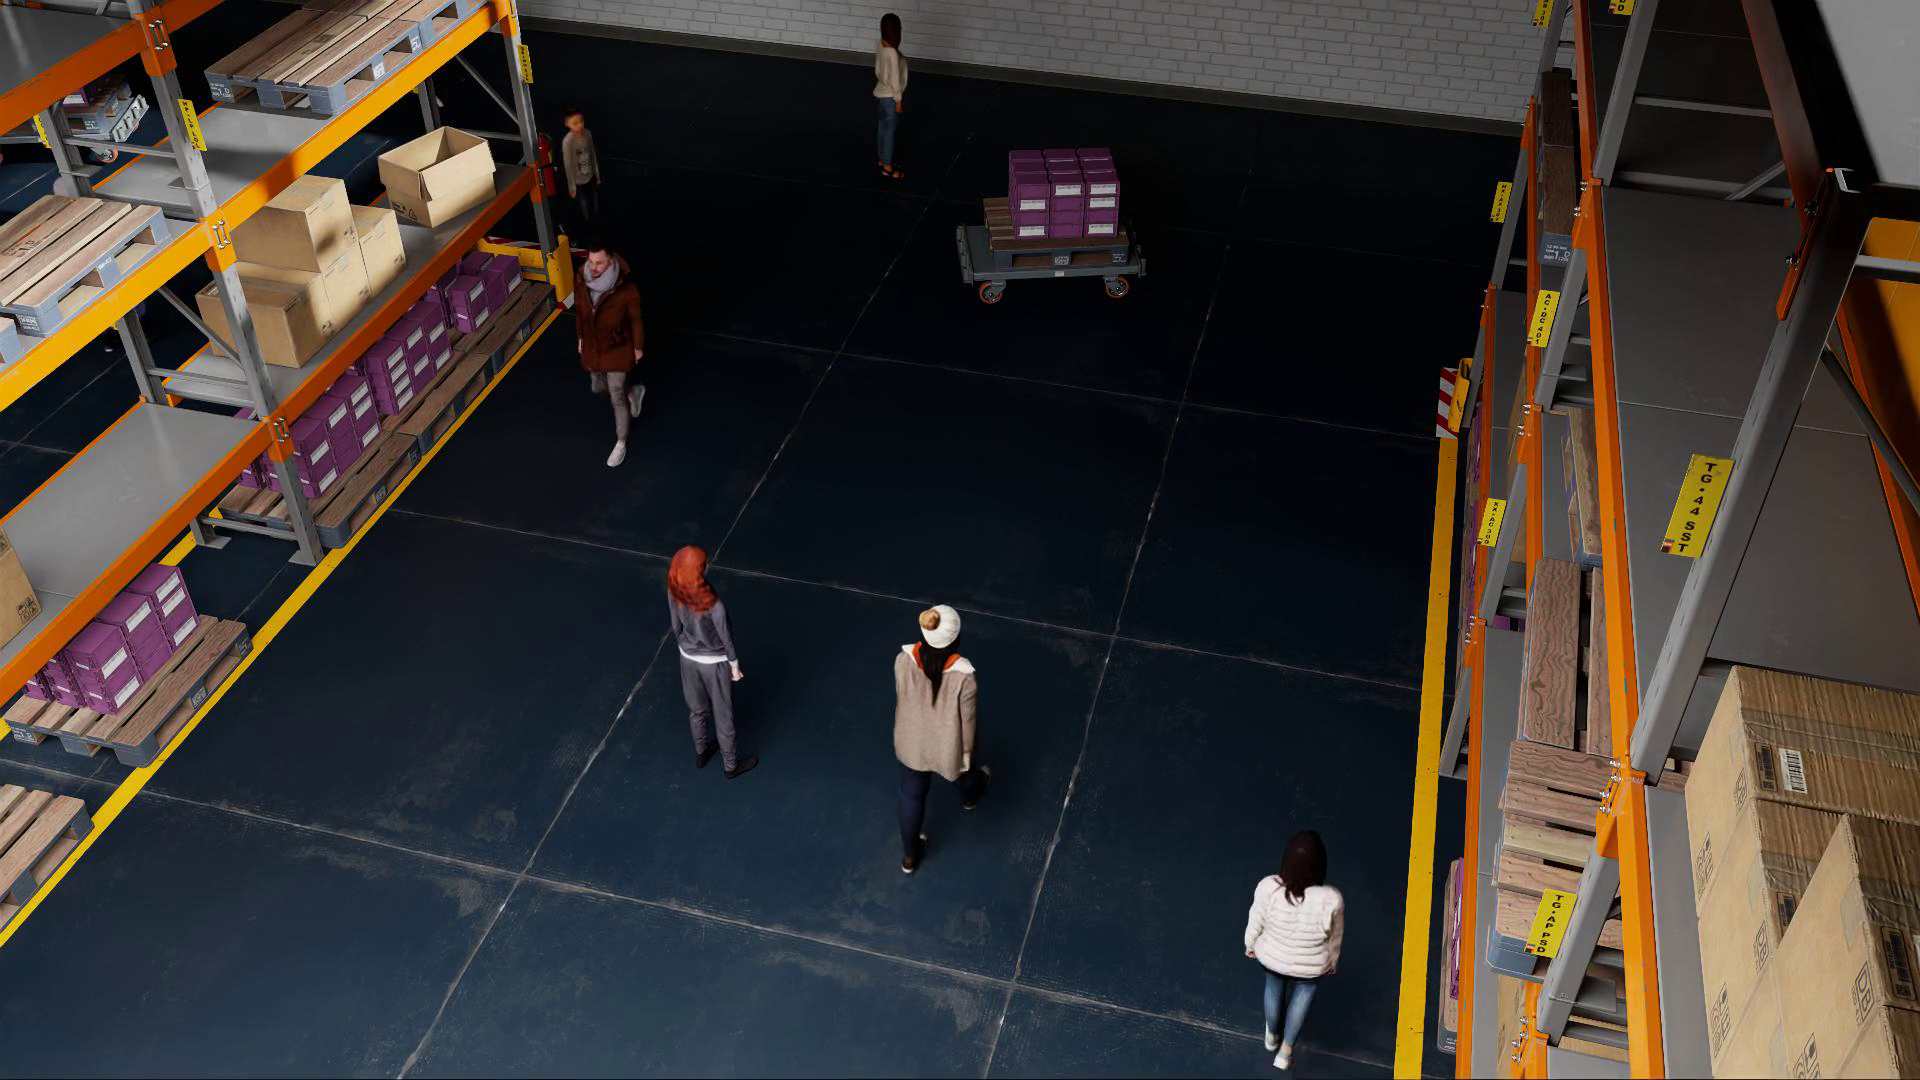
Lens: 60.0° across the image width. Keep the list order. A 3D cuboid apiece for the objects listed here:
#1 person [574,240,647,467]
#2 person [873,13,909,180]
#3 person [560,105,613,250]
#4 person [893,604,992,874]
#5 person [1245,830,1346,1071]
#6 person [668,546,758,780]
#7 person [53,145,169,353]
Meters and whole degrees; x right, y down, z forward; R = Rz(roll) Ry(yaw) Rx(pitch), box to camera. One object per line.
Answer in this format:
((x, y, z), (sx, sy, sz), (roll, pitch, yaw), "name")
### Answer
((-2.681, -1.515, 12.813), (0.765, 1.819, 1.082), (13, 40, 16), "person")
((-0.716, -4.424, 16.568), (0.765, 1.677, 0.666), (-12, 40, -14), "person")
((-3.560, -3.344, 15.396), (0.718, 1.454, 0.730), (19, 42, 22), "person")
((-0.188, 1.156, 9.444), (0.787, 1.850, 1.130), (13, 40, 16), "person")
((1.680, 2.126, 8.405), (0.633, 1.631, 0.708), (10, 40, 12), "person")
((-1.527, 0.737, 10.025), (0.628, 1.780, 0.592), (20, 43, 23), "person")
((-7.264, -2.423, 13.942), (0.646, 1.828, 0.661), (6, 39, 7), "person")
